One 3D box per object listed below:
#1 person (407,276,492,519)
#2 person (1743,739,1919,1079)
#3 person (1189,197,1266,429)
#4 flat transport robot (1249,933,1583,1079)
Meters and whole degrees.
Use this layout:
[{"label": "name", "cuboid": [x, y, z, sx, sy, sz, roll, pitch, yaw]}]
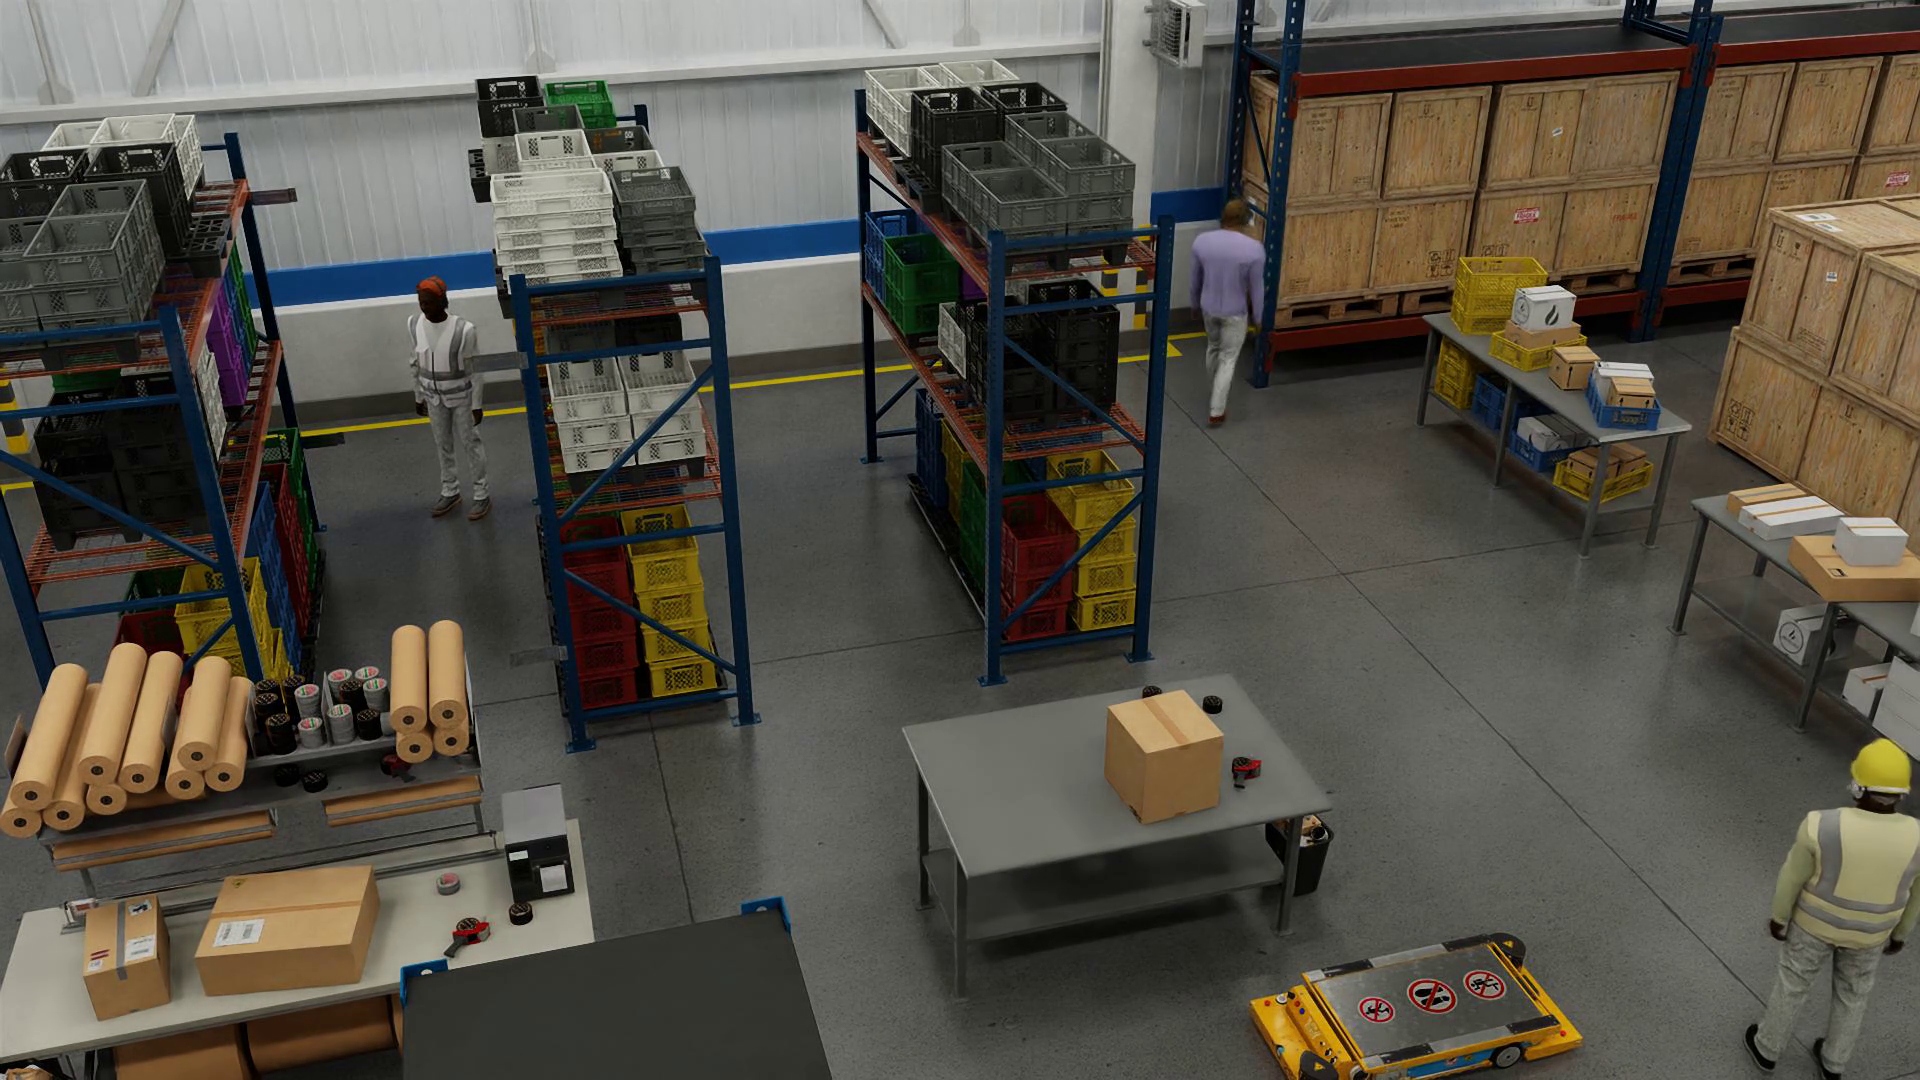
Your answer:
[{"label": "person", "cuboid": [-3.810, -1.053, 12.389, 0.574, 1.882, 0.355, 7, 30, 13]}, {"label": "person", "cuboid": [3.960, 1.686, 7.467, 0.594, 1.823, 0.403, 7, 30, 12]}, {"label": "person", "cuboid": [2.266, -1.955, 14.034, 0.653, 1.897, 0.828, 15, 32, 26]}, {"label": "flat transport robot", "cuboid": [2.184, 2.282, 7.980, 1.431, 0.197, 0.652, -8, 30, -14]}]
